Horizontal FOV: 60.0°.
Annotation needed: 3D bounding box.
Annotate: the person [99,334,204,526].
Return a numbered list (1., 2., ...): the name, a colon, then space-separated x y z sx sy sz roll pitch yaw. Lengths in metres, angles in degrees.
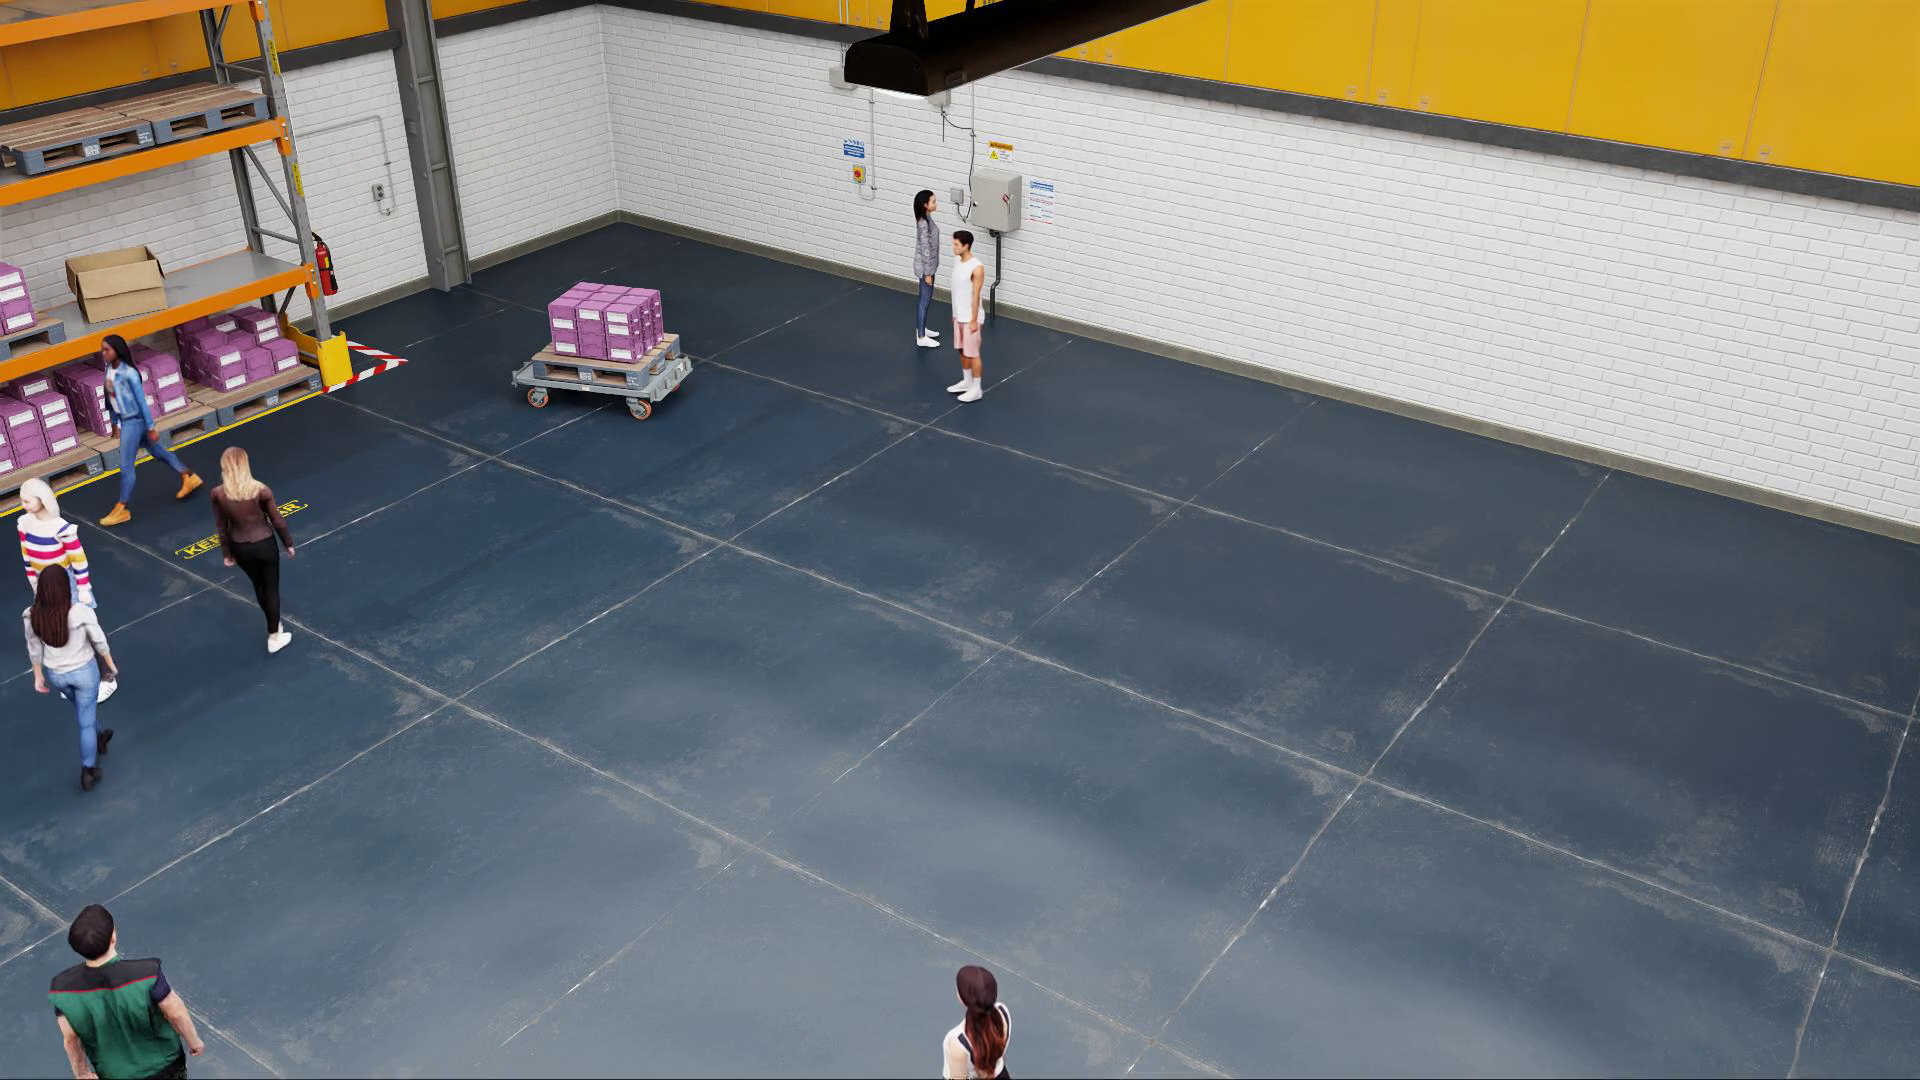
1. person: -7.229 -1.023 14.750 0.682 1.661 1.217 21 35 33

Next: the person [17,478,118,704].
1. person: -6.495 0.356 12.069 0.710 1.808 0.632 8 30 14

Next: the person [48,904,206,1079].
1. person: -3.941 2.563 7.941 0.830 1.887 0.882 -3 29 -6

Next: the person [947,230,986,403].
1. person: 0.098 -2.300 16.968 0.733 1.779 0.734 -15 32 -25

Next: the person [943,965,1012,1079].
1. person: 0.099 2.698 7.944 0.604 1.646 0.470 20 35 33

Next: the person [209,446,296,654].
1. person: -5.390 0.101 12.665 0.805 1.686 0.863 -2 29 -4

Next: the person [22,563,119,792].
1. person: -5.978 0.968 11.170 0.924 1.595 1.005 -3 29 -5

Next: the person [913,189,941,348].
1. person: -0.377 -3.015 18.328 0.754 1.732 0.655 -1 29 -1
